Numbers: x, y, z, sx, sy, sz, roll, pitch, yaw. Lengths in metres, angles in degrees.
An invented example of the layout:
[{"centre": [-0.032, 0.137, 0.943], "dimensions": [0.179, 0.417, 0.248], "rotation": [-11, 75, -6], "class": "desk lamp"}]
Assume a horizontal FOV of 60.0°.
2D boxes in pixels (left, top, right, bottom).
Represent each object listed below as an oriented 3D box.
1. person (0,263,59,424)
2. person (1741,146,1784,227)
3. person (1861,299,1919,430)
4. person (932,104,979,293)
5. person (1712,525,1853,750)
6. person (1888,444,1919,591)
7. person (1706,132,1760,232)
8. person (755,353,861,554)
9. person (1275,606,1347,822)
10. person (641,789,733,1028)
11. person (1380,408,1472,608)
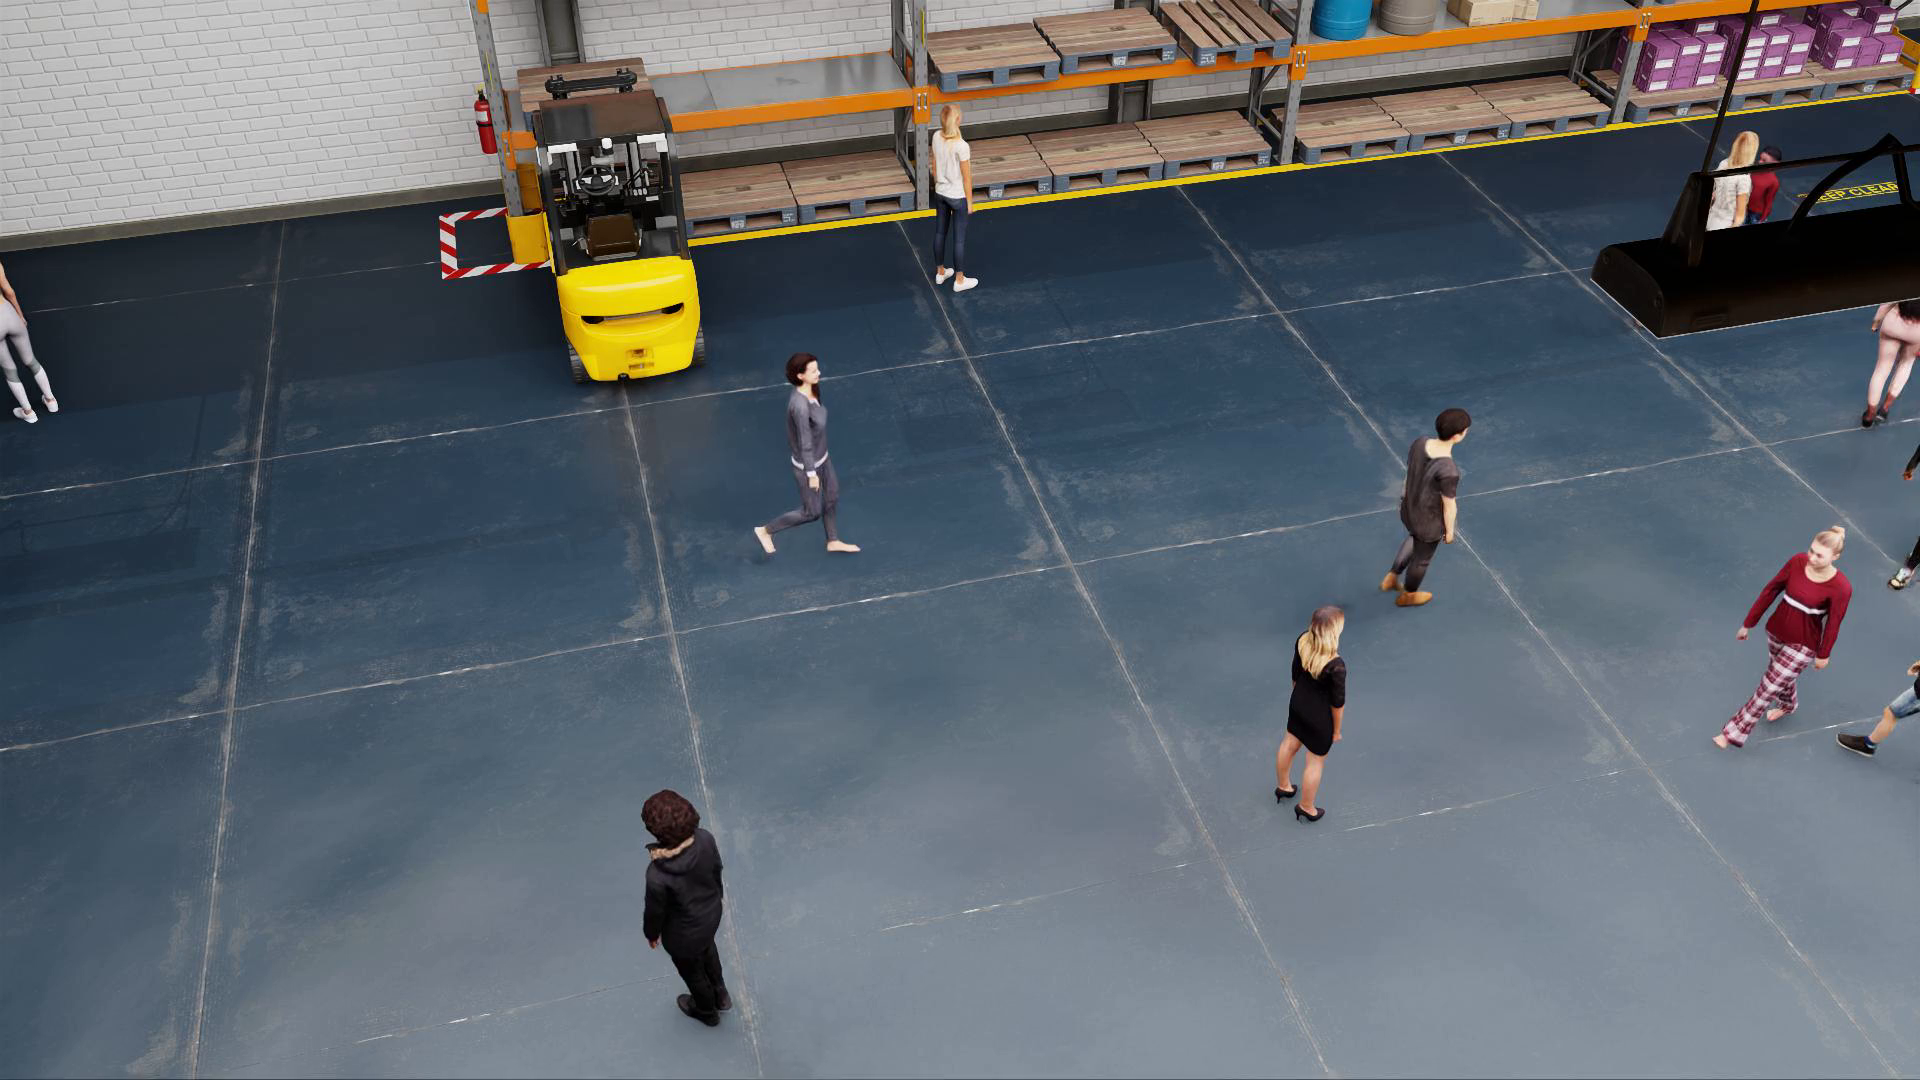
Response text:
[{"centre": [-7.830, -1.742, 13.576], "dimensions": [0.706, 1.703, 0.620], "rotation": [29, 47, 31], "class": "person"}, {"centre": [7.555, -3.129, 15.681], "dimensions": [0.571, 1.244, 0.560], "rotation": [-17, 42, -20], "class": "person"}, {"centre": [7.610, -1.627, 13.429], "dimensions": [0.738, 1.707, 0.804], "rotation": [18, 42, 22], "class": "person"}, {"centre": [-0.079, -3.140, 15.242], "dimensions": [0.665, 1.809, 0.678], "rotation": [29, 47, 31], "class": "person"}, {"centre": [5.390, 0.603, 10.677], "dimensions": [1.139, 1.656, 0.821], "rotation": [-19, 42, -22], "class": "person"}, {"centre": [7.218, -0.535, 12.005], "dimensions": [1.091, 1.777, 0.875], "rotation": [-24, 45, -27], "class": "person"}, {"centre": [6.654, -2.731, 14.735], "dimensions": [1.069, 1.803, 0.598], "rotation": [-10, 40, -12], "class": "person"}, {"centre": [-1.164, -0.569, 12.070], "dimensions": [1.080, 1.750, 0.826], "rotation": [1, 39, 2], "class": "person"}, {"centre": [2.140, 1.050, 10.101], "dimensions": [0.551, 1.677, 0.596], "rotation": [-21, 43, -24], "class": "person"}, {"centre": [-1.372, 2.024, 8.807], "dimensions": [0.794, 1.769, 0.713], "rotation": [25, 45, 28], "class": "person"}, {"centre": [3.200, -0.195, 11.638], "dimensions": [0.644, 1.705, 0.672], "rotation": [-14, 41, -17], "class": "person"}]
